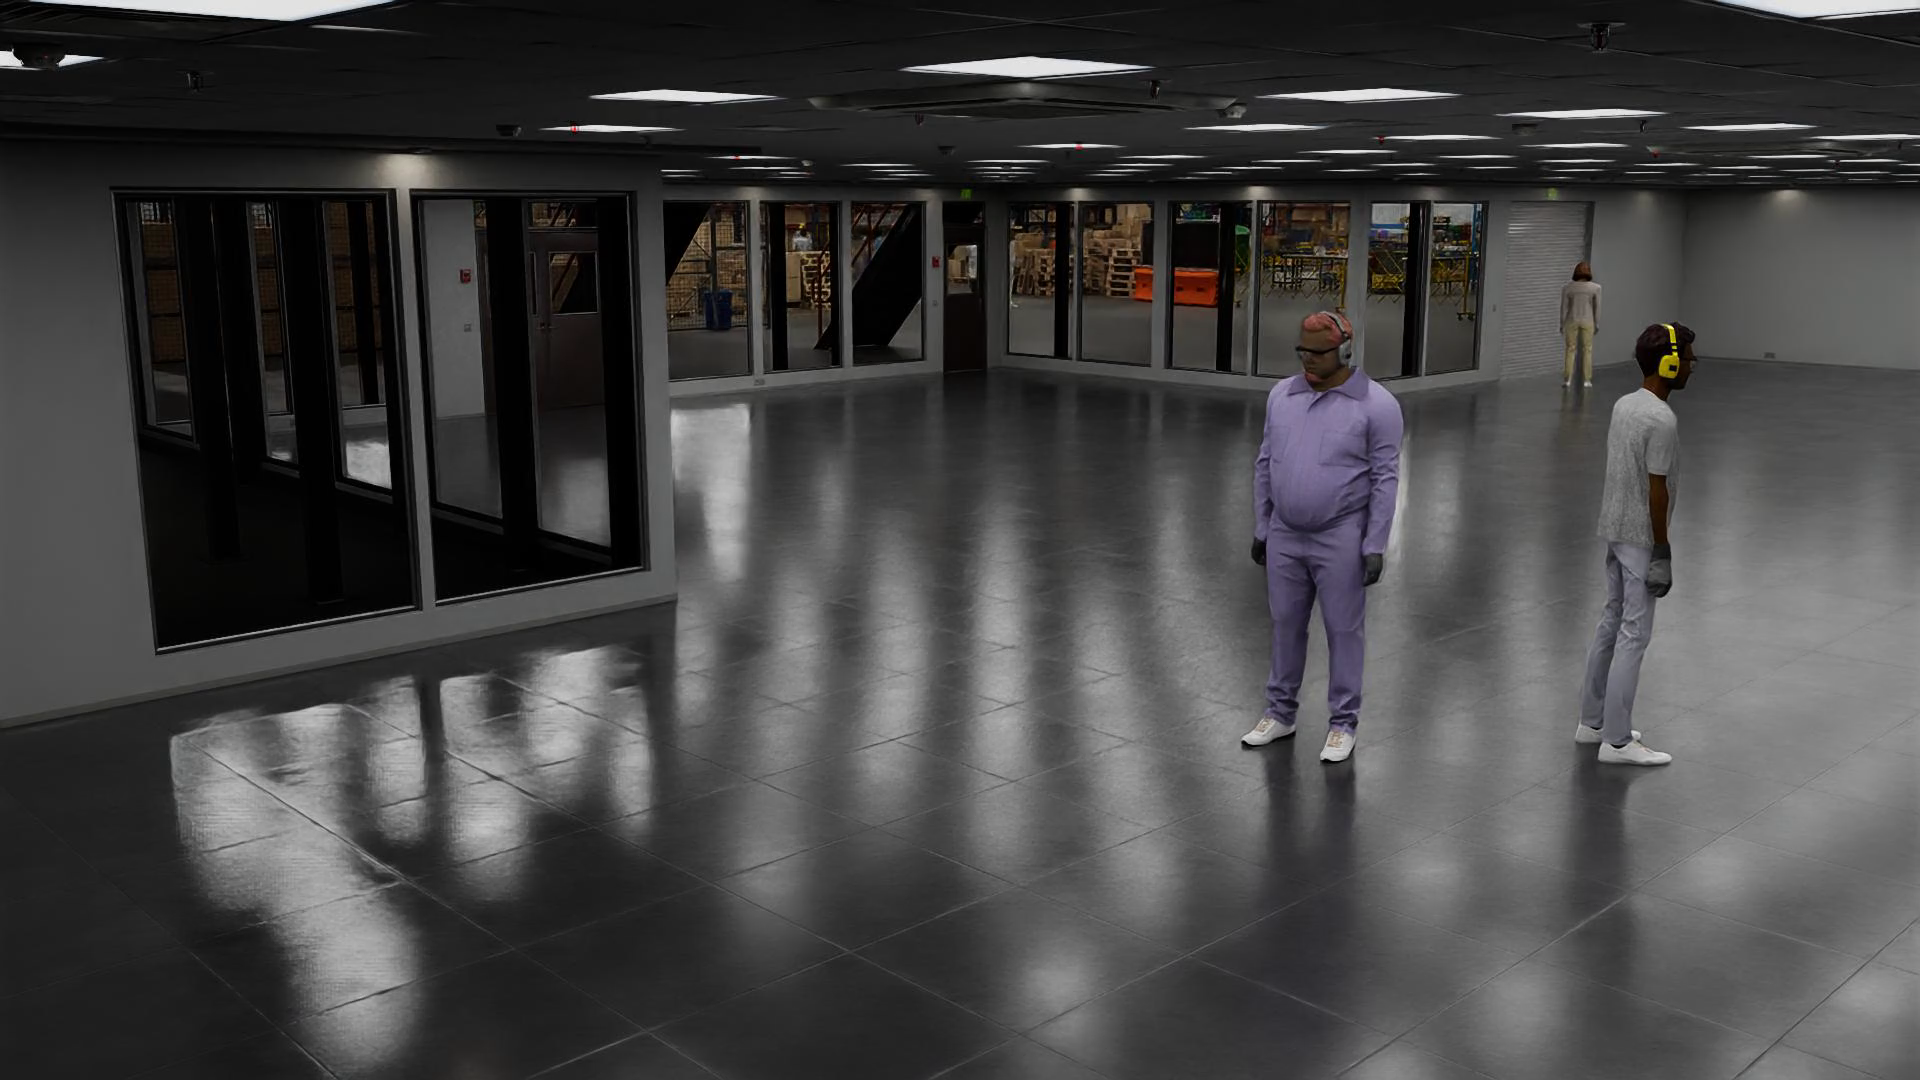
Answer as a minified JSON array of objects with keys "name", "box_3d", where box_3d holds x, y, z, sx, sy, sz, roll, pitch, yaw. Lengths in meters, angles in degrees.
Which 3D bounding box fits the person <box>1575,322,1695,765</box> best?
[{"name":"person","box_3d":[2.867,0.018,7.019,0.327,1.861,0.507,0,11,0]}]

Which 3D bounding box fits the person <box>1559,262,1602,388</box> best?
[{"name":"person","box_3d":[8.080,-2.802,21.685,0.499,1.633,0.283,4,12,19]}]

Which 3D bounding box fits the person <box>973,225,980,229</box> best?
[{"name":"person","box_3d":[0.423,-6.576,39.824,0.618,1.952,0.554,2,11,11]}]

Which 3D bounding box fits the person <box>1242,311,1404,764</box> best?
[{"name":"person","box_3d":[1.511,-0.013,7.049,0.639,1.902,0.406,9,14,38]}]
